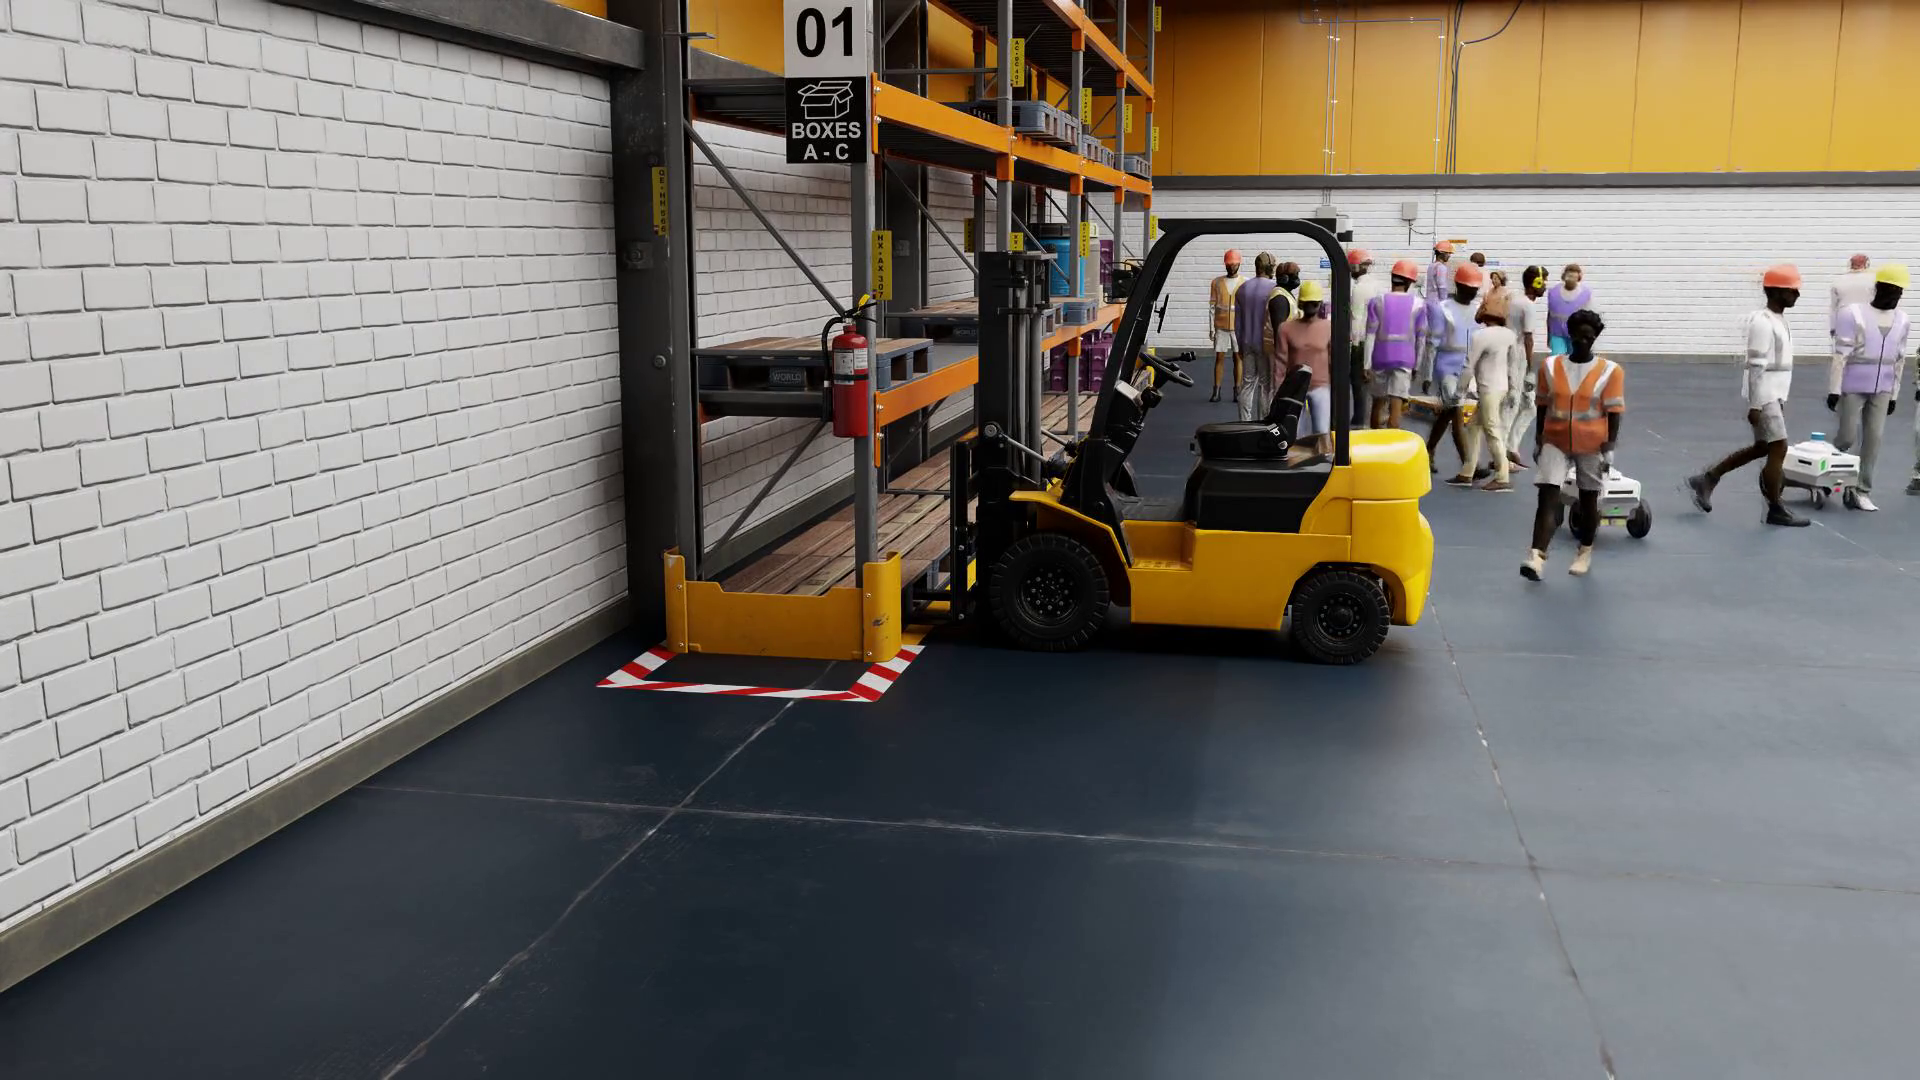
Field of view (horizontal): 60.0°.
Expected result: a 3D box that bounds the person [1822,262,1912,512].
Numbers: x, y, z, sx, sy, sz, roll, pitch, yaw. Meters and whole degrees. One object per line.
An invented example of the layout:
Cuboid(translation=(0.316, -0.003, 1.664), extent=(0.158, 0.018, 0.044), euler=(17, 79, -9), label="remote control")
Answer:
Cuboid(translation=(6.975, -1.194, 12.876), extent=(0.621, 1.901, 0.649), euler=(-1, 10, -4), label="person")

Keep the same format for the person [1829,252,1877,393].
Cuboid(translation=(11.731, -2.824, 21.809), extent=(0.544, 1.891, 0.670), euler=(-9, 14, -42), label="person")

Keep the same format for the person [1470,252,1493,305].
Cuboid(translation=(8.289, -3.699, 26.772), extent=(0.633, 1.841, 0.429), euler=(-7, 13, -35), label="person")

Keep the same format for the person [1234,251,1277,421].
Cuboid(translation=(3.098, -1.989, 17.130), extent=(0.355, 1.938, 0.637), euler=(-8, 13, -37), label="person")

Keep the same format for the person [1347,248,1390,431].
Cuboid(translation=(4.337, -2.128, 17.816), extent=(0.601, 1.973, 0.661), euler=(6, 12, 30), label="person")

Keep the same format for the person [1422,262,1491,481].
Cuboid(translation=(4.315, -1.460, 14.422), extent=(0.557, 1.869, 1.038), euler=(-4, 11, -22), label="person")

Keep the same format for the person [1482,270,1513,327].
Cuboid(translation=(7.552, -2.974, 23.366), extent=(0.414, 1.625, 0.533), euler=(-6, 12, -31), label="person")

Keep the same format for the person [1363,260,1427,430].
Cuboid(translation=(4.035, -1.658, 15.489), extent=(0.561, 1.869, 1.015), euler=(2, 11, 11), label="person")

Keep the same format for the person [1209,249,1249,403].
Cuboid(translation=(3.418, -2.705, 21.048), extent=(0.543, 1.941, 0.352), euler=(2, 11, 12), label="person")

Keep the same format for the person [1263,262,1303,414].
Cuboid(translation=(3.279, -1.882, 16.809), extent=(0.429, 1.842, 0.636), euler=(2, 11, 13), label="person")

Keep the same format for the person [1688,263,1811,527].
Cuboid(translation=(5.834, -1.069, 12.176), extent=(0.827, 1.913, 0.553), euler=(8, 13, 37), label="person")

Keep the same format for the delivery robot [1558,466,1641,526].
Cuboid(translation=(4.494, -0.366, 11.750), extent=(0.477, 0.478, 0.707), euler=(-1, 11, -6), label="delivery robot")

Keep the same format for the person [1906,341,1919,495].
Cuboid(translation=(7.923, -1.213, 13.276), extent=(0.540, 1.788, 0.612), euler=(-10, 14, -43), label="person")

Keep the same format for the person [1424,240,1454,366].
Cuboid(translation=(7.682, -3.775, 26.683), extent=(0.408, 2.033, 0.607), euler=(0, 10, -2), label="person")

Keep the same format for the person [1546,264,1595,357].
Cuboid(translation=(7.387, -2.461, 20.195), extent=(0.564, 1.768, 1.006), euler=(5, 12, 27), label="person")

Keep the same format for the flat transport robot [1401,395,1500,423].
Cuboid(translation=(5.582, -1.505, 19.049), extent=(0.652, 0.197, 1.431), euler=(-1, 10, -6), label="flat transport robot")

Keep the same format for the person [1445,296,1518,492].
Cuboid(translation=(4.326, -1.203, 13.747), extent=(0.591, 1.601, 0.482), euler=(8, 13, 39), label="person")

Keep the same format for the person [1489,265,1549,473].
Cuboid(translation=(4.975, -1.513, 14.796), extent=(0.504, 1.835, 0.657), euler=(2, 10, 9), label="person")

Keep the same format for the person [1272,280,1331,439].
Cuboid(translation=(2.756, -1.185, 13.236), extent=(0.536, 1.753, 0.404), euler=(3, 11, 15), label="person")

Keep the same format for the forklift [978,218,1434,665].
Cuboid(translation=(1.285, -0.567, 8.635), extent=(2.313, 2.155, 1.214), euler=(2, 11, 11), label="forklift")

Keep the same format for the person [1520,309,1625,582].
Cuboid(translation=(3.701, -0.559, 10.049), extent=(0.539, 1.647, 0.880), euler=(6, 12, 31), label="person")

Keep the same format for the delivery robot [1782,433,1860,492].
Cuboid(translation=(6.715, -0.599, 13.047), extent=(0.477, 0.478, 0.707), euler=(-1, 10, -5), label="delivery robot")

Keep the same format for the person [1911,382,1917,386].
Cuboid(translation=(13.722, -3.001, 23.147), extent=(0.403, 1.791, 0.757), euler=(-7, 12, -32), label="person")

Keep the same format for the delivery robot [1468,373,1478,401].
Cuboid(translation=(6.141, -1.845, 19.880), extent=(0.707, 0.478, 0.477), euler=(-3, 11, -17), label="delivery robot")
